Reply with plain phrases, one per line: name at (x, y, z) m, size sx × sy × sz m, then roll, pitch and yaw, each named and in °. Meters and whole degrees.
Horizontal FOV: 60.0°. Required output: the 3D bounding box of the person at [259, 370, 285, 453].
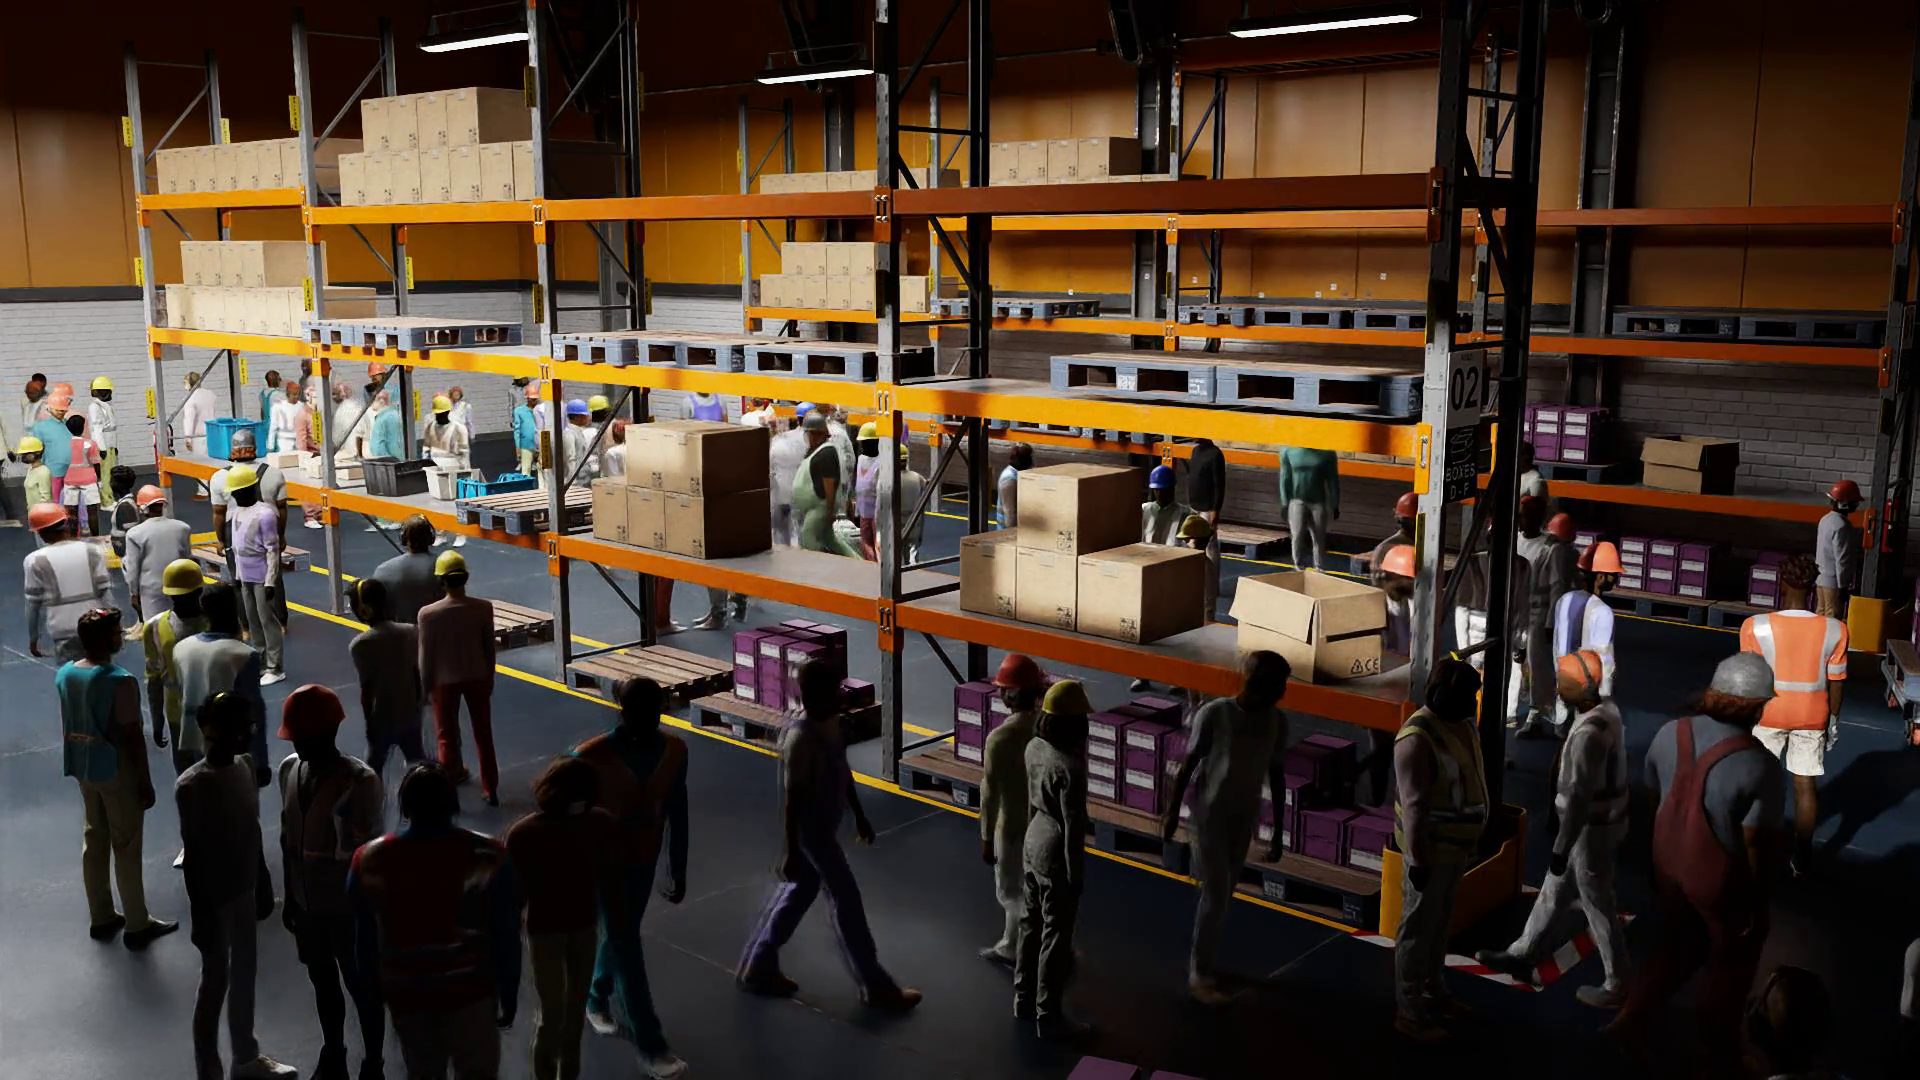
person at (-10.700, -1.729, 26.020) m, size 0.505 × 1.846 × 0.346 m, roll 5°, pitch 11°, yaw 25°

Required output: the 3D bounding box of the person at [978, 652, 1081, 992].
person at (0.358, 1.433, 8.473) m, size 0.709 × 1.729 × 0.570 m, roll 9°, pitch 14°, yaw 43°

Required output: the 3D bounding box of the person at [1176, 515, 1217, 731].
person at (1.773, 0.688, 12.578) m, size 0.315 × 1.768 × 0.526 m, roll -2°, pitch 10°, yaw -13°

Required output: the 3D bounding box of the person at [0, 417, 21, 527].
person at (-13.044, -1.108, 22.253) m, size 0.763 × 1.931 × 0.688 m, roll -1°, pitch 10°, yaw -5°

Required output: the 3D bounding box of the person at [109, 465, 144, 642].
person at (-7.966, 0.124, 15.961) m, size 0.316 × 1.695 × 0.541 m, roll -4°, pitch 11°, yaw -22°

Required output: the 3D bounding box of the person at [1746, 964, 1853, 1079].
person at (2.252, 2.072, 4.590) m, size 0.531 × 1.833 × 0.376 m, roll -4°, pitch 11°, yaw -19°

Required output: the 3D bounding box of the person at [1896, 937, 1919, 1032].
person at (3.289, 1.923, 5.360) m, size 0.538 × 1.844 × 0.592 m, roll 4°, pitch 11°, yaw 20°

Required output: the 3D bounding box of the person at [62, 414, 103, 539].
person at (-10.942, -0.715, 20.705) m, size 0.536 × 1.696 × 0.318 m, roll -1°, pitch 10°, yaw -4°

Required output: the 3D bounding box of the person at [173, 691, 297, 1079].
person at (-3.219, 1.571, 7.325) m, size 0.320 × 1.862 × 0.513 m, roll 2°, pitch 10°, yaw 12°

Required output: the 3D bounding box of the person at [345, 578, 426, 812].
person at (-3.440, 1.112, 10.093) m, size 1.025 × 1.804 × 0.532 m, roll 8°, pitch 13°, yaw 36°

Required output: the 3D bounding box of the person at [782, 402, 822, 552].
person at (-1.827, -0.665, 19.719) m, size 0.610 × 1.945 × 0.392 m, roll 5°, pitch 11°, yaw 24°

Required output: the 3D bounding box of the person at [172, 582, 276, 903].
person at (-4.155, 1.186, 9.399) m, size 0.611 × 1.895 × 0.443 m, roll 4°, pitch 11°, yaw 23°

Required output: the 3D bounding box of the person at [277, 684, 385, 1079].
person at (-2.743, 1.556, 7.222) m, size 0.543 × 1.929 × 0.385 m, roll 5°, pitch 11°, yaw 25°

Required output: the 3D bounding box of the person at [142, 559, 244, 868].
person at (-4.631, 1.052, 10.108) m, size 0.582 × 1.919 × 0.392 m, roll -2°, pitch 10°, yaw -10°

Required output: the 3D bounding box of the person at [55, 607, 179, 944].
person at (-4.616, 1.278, 9.015) m, size 0.566 × 1.847 × 0.389 m, roll 4°, pitch 11°, yaw 23°

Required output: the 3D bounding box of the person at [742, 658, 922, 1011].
person at (-0.684, 1.443, 8.238) m, size 0.946 × 1.795 × 0.518 m, roll 1°, pitch 10°, yaw 8°

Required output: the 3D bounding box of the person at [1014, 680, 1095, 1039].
person at (0.471, 1.518, 7.984) m, size 0.339 × 1.737 × 0.484 m, roll -5°, pitch 11°, yaw -26°

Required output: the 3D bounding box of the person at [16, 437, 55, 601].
person at (-9.842, -0.231, 17.793) m, size 0.340 × 1.762 × 0.525 m, roll -9°, pitch 14°, yaw -43°

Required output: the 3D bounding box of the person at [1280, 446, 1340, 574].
person at (3.838, -0.385, 18.280) m, size 0.666 × 1.894 × 0.729 m, roll 2°, pitch 10°, yaw 13°

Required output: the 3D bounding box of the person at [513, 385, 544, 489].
person at (-6.295, -1.419, 24.558) m, size 0.563 × 1.743 × 0.350 m, roll -4°, pitch 11°, yaw -20°

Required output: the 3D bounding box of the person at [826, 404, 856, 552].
person at (-1.477, -0.762, 20.379) m, size 0.408 × 1.906 × 0.654 m, roll -3°, pitch 10°, yaw -16°

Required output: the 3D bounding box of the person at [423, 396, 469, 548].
person at (-6.464, -0.861, 20.912) m, size 0.619 × 1.913 × 0.398 m, roll 3°, pitch 10°, yaw 16°

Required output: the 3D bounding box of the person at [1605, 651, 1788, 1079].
person at (3.331, 1.468, 7.393) m, size 0.683 × 2.000 × 0.695 m, roll -4°, pitch 11°, yaw -22°

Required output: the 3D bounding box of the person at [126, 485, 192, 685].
person at (-6.894, 0.390, 14.331) m, size 0.351 × 1.742 × 0.568 m, roll 8°, pitch 13°, yaw 39°

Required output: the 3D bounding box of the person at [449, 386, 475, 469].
person at (-7.787, -1.576, 25.776) m, size 0.559 × 1.631 × 0.319 m, roll 2°, pitch 10°, yaw 12°

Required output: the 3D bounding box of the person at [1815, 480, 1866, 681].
person at (7.679, 0.343, 14.565) m, size 0.330 × 1.751 × 0.565 m, roll 2°, pitch 10°, yaw 11°

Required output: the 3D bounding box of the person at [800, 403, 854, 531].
person at (-1.699, -0.983, 21.630) m, size 0.705 × 1.926 × 0.683 m, roll -4°, pitch 11°, yaw -24°

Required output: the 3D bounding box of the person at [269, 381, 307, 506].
person at (-9.807, -1.418, 24.332) m, size 0.983 × 1.836 × 0.615 m, roll 8°, pitch 13°, yaw 37°

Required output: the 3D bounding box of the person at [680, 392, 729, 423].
person at (-3.710, -1.508, 24.215) m, size 0.692 × 2.000 × 0.812 m, roll -5°, pitch 11°, yaw -27°

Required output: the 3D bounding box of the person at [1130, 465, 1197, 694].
person at (1.707, 0.330, 14.086) m, size 0.605 × 1.948 × 0.391 m, roll 3°, pitch 10°, yaw 16°

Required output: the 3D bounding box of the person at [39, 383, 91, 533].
person at (-11.733, -1.071, 21.876) m, size 0.614 × 1.993 × 0.395 m, roll -1°, pitch 10°, yaw -6°

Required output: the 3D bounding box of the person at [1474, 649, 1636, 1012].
person at (3.007, 1.418, 8.251) m, size 0.872 × 1.836 × 0.655 m, roll 5°, pitch 11°, yaw 27°

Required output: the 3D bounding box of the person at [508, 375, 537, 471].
person at (-7.366, -2.028, 28.039) m, size 0.492 × 1.730 × 0.323 m, roll 0°, pitch 10°, yaw 1°

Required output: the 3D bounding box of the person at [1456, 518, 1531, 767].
person at (3.845, 0.731, 12.036) m, size 0.580 × 1.876 × 0.359 m, roll -2°, pitch 10°, yaw -10°

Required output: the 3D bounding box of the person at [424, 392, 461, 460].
person at (-7.437, -1.296, 23.973) m, size 0.554 × 1.710 × 0.864 m, roll 0°, pitch 10°, yaw -1°

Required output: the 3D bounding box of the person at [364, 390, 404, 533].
person at (-7.676, -1.037, 21.971) m, size 0.697 × 1.884 × 0.680 m, roll -4°, pitch 11°, yaw -21°

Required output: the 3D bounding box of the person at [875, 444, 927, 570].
person at (-0.608, -0.079, 16.765) m, size 0.592 × 1.823 × 0.405 m, roll -7°, pitch 12°, yaw -36°

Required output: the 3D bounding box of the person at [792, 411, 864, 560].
person at (-1.449, -0.453, 18.250) m, size 0.935 × 2.000 × 0.685 m, roll -3°, pitch 10°, yaw -14°
